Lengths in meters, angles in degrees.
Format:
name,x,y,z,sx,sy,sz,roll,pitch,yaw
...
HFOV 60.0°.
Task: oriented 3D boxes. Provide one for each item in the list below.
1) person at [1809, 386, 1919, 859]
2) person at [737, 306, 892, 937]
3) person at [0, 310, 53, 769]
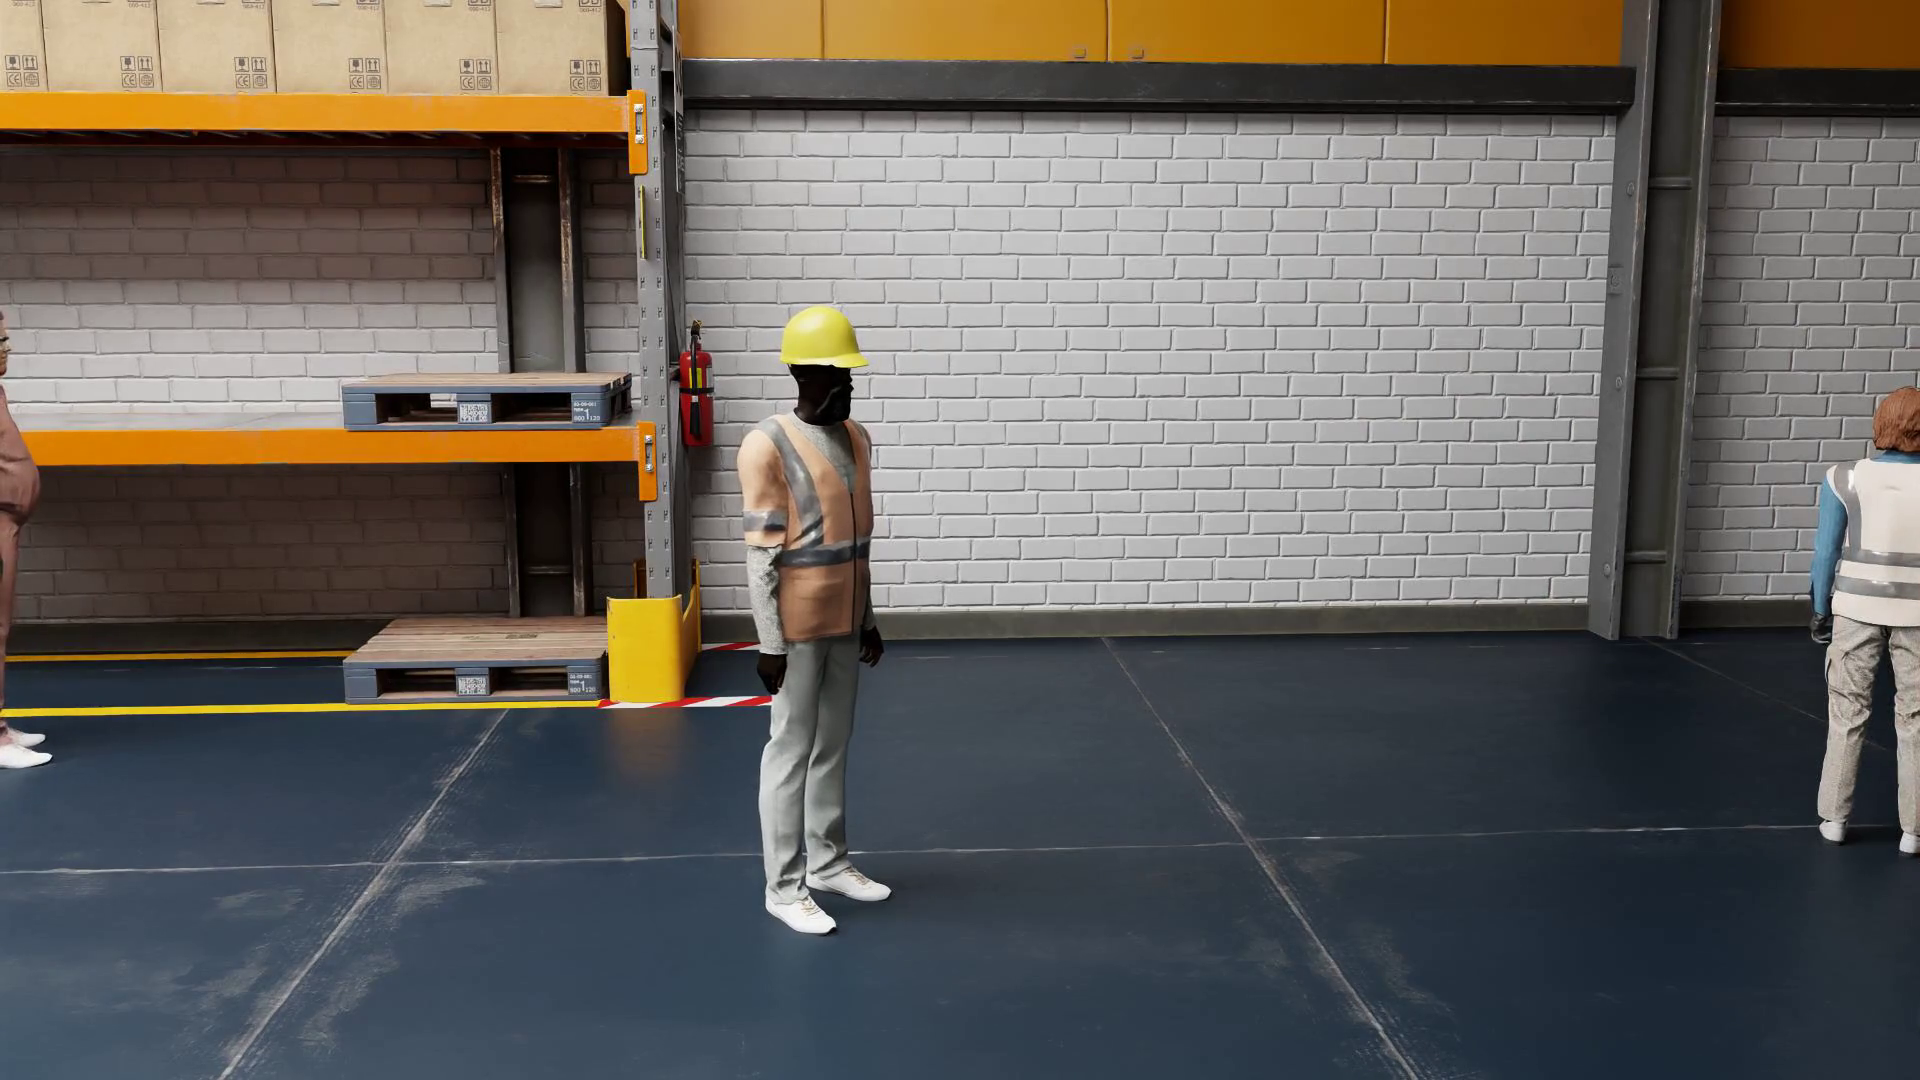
name,x,y,z,sx,sy,sz,roll,pitch,yaw
person,3.255,0.286,5.820,0.522,1.638,0.311,6,11,35
person,-0.436,0.242,5.195,0.366,1.927,0.591,5,10,30
person,-4.008,-0.014,6.871,0.403,1.904,0.651,-5,10,-30
